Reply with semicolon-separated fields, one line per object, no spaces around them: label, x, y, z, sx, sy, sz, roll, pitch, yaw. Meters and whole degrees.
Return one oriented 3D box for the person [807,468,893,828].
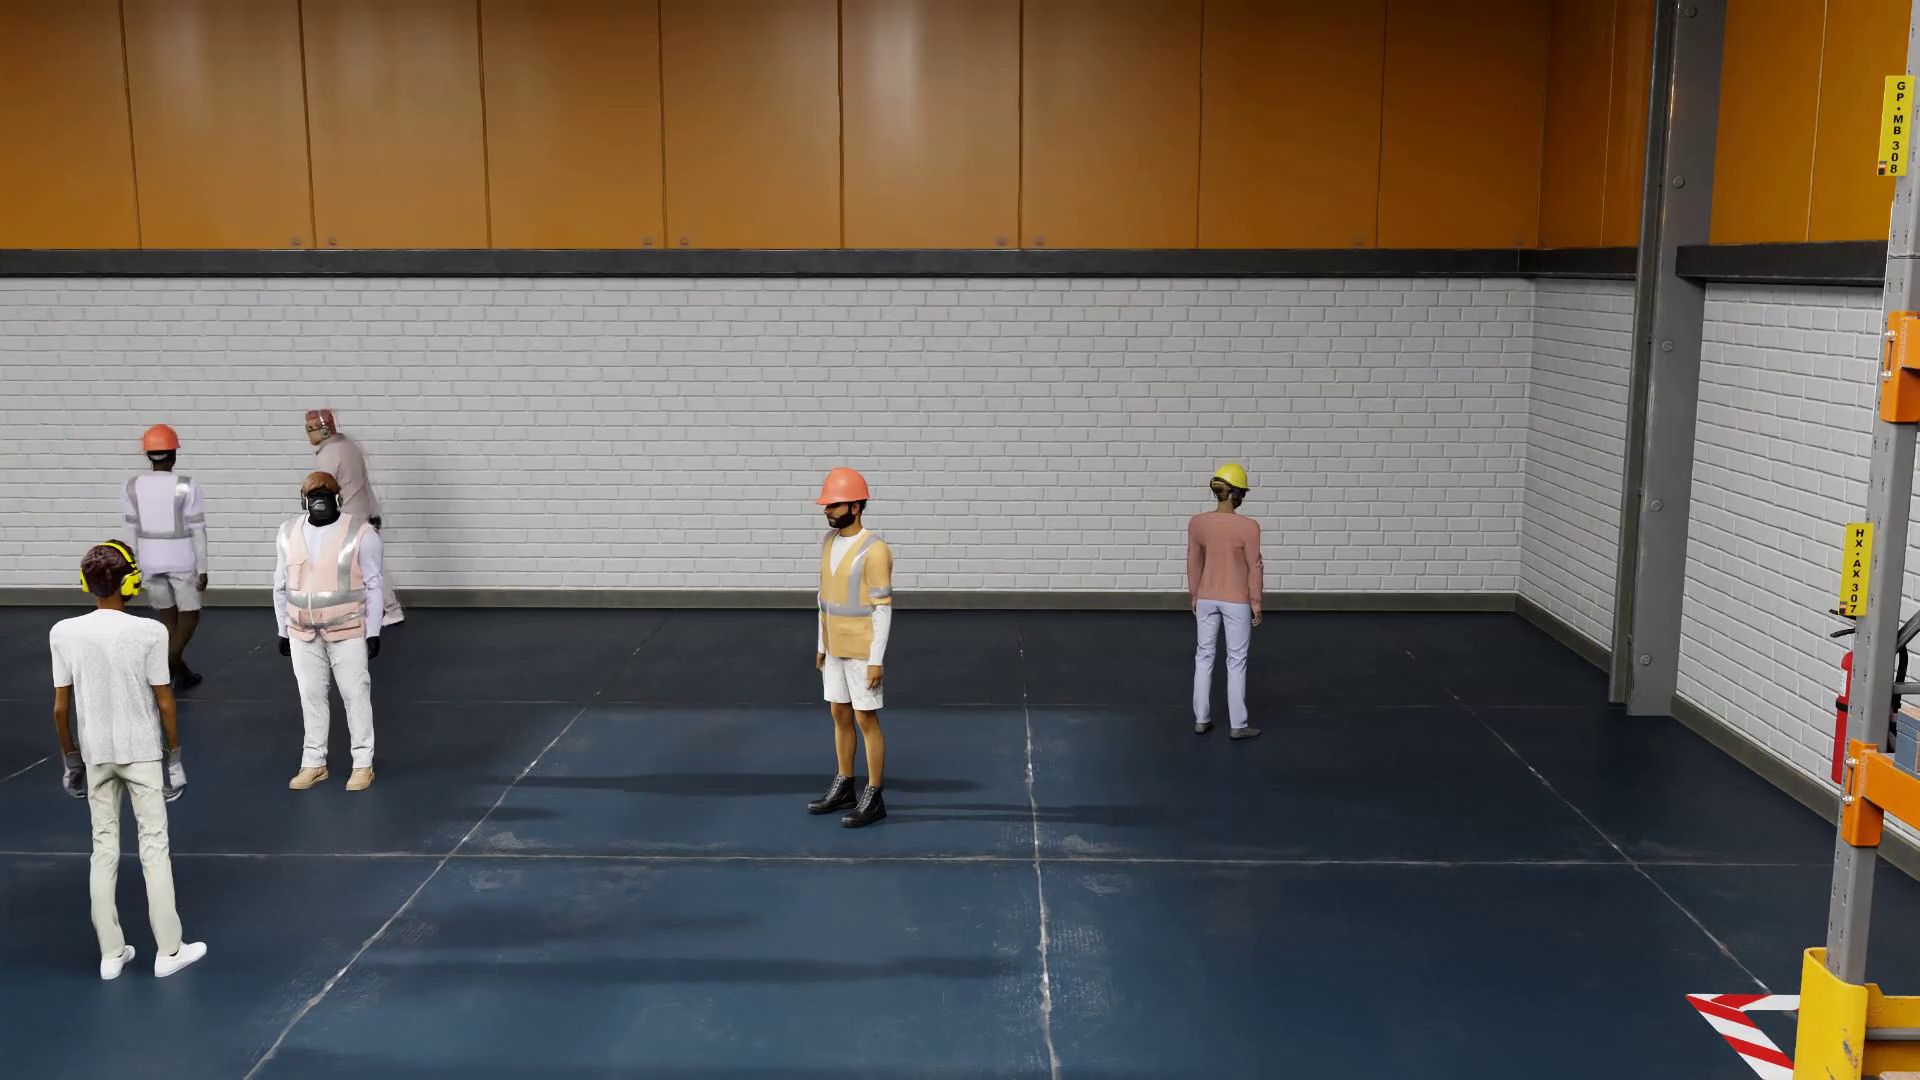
person;-0.603;0.572;8.952;0.357;1.937;0.551;-8;12;-40

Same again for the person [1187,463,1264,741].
person;1.693;0.391;10.578;0.524;1.760;0.328;7;12;36

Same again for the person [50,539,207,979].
person;-3.535;0.928;7.026;0.517;1.873;0.334;0;9;-1

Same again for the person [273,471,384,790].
person;-3.624;0.521;9.535;0.633;1.845;0.429;1;10;4

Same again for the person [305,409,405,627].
person;-5.076;-0.166;13.703;0.989;1.836;0.704;-1;10;-5

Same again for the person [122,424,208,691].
person;-5.490;0.160;11.506;0.546;1.919;0.745;0;9;-2
